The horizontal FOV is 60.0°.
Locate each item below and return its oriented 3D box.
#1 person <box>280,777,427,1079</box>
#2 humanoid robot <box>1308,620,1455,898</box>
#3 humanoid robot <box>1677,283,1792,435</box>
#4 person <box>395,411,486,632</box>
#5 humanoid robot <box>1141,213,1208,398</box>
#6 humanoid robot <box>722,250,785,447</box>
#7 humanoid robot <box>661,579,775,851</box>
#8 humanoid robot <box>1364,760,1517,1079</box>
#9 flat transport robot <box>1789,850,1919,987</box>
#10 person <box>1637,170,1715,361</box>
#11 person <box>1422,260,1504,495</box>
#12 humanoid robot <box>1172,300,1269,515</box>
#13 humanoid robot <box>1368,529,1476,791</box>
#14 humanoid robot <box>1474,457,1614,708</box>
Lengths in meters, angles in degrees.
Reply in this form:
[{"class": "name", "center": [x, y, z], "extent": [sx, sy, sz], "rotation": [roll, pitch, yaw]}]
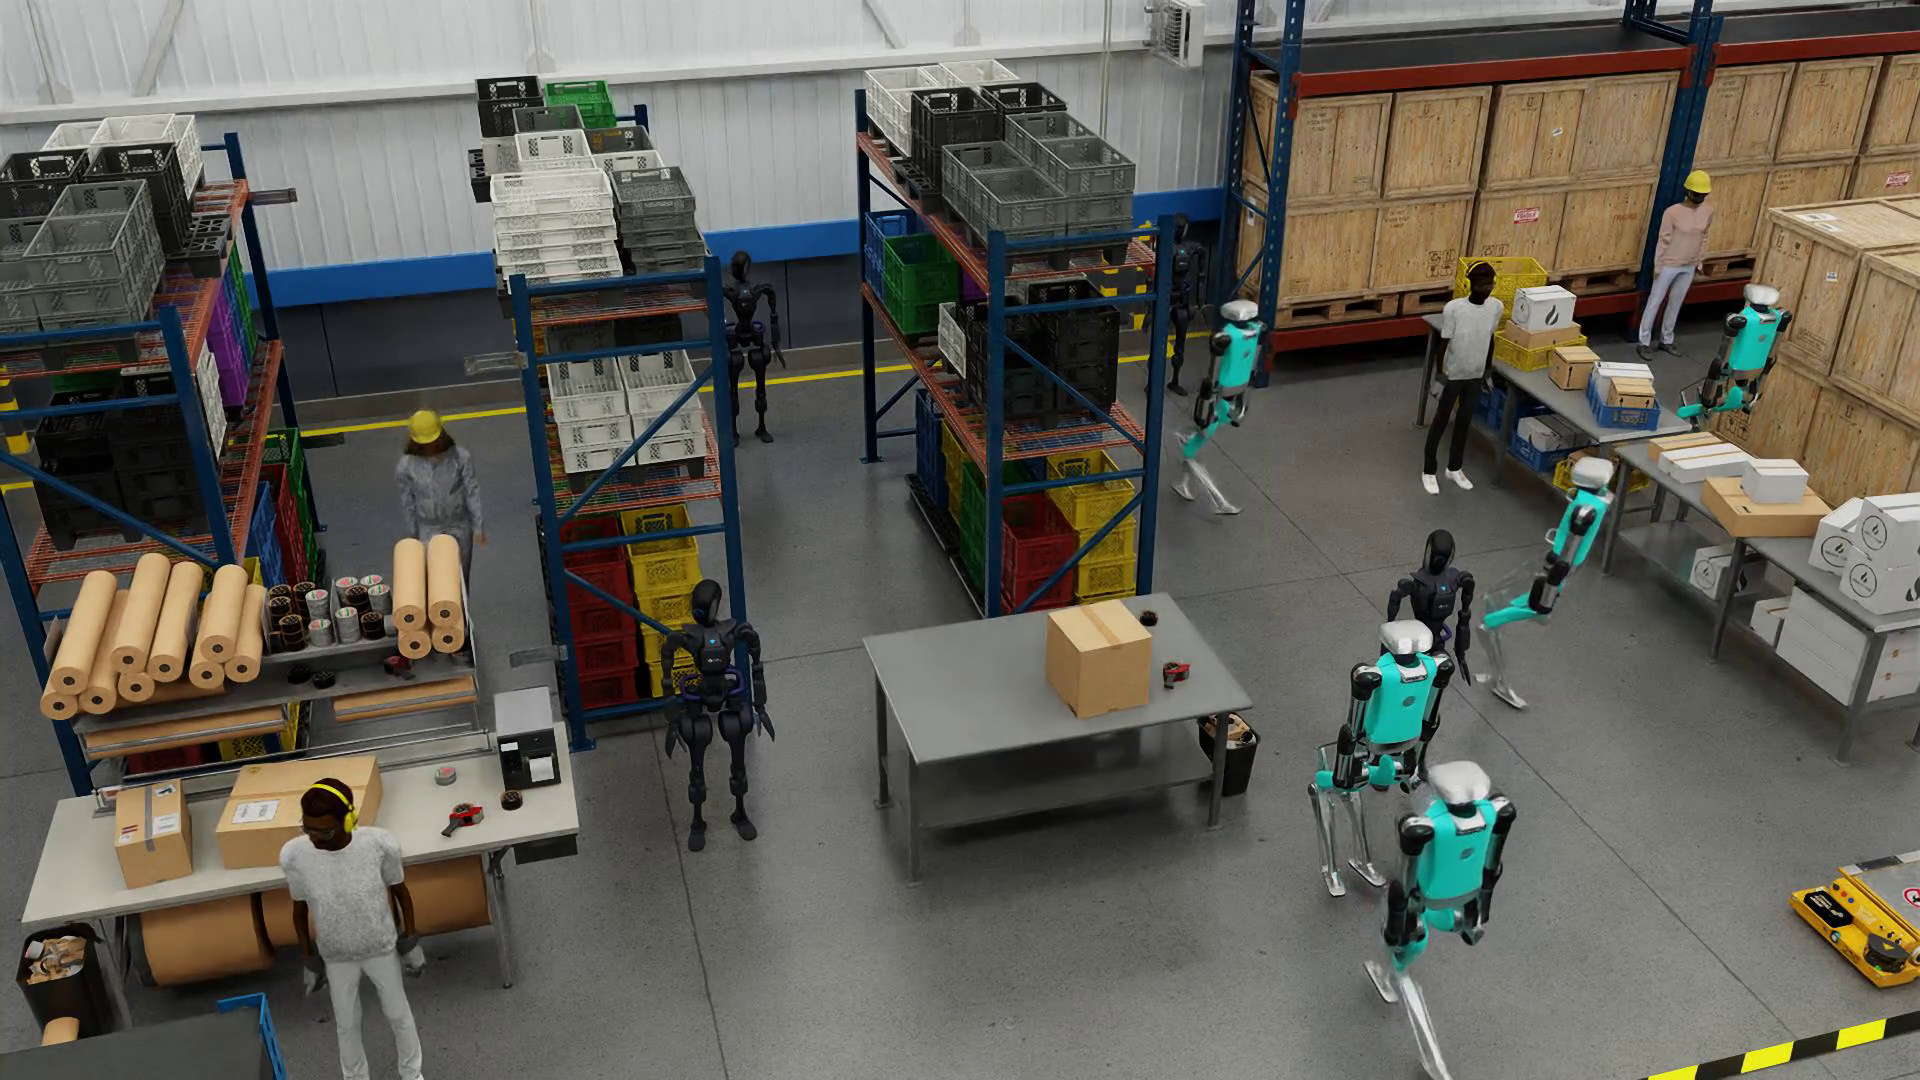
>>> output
[{"class": "person", "center": [-2.599, 1.802, 7.229], "extent": [0.517, 1.864, 0.336], "rotation": [-7, 29, -12]}, {"class": "humanoid robot", "center": [2.086, 1.046, 8.593], "extent": [0.533, 1.677, 0.735], "rotation": [-8, 30, -14]}, {"class": "humanoid robot", "center": [5.793, -1.216, 12.713], "extent": [0.533, 1.675, 0.735], "rotation": [-8, 30, -14]}, {"class": "person", "center": [-3.304, -0.036, 10.737], "extent": [0.492, 1.703, 0.848], "rotation": [-13, 31, -22]}, {"class": "humanoid robot", "center": [1.852, -2.023, 14.368], "extent": [0.599, 1.654, 0.315], "rotation": [-8, 30, -14]}, {"class": "humanoid robot", "center": [-1.728, -1.558, 13.522], "extent": [0.599, 1.654, 0.315], "rotation": [-8, 30, -14]}, {"class": "humanoid robot", "center": [-1.310, 0.937, 8.981], "extent": [0.599, 1.654, 0.315], "rotation": [-8, 30, -14]}, {"class": "humanoid robot", "center": [2.093, 1.640, 7.696], "extent": [0.556, 1.760, 1.043], "rotation": [-8, 30, -14]}, {"class": "flat transport robot", "center": [5.163, 1.916, 8.676], "extent": [1.431, 0.231, 0.659], "rotation": [-8, 30, -14]}, {"class": "person", "center": [6.556, -2.504, 15.161], "extent": [0.524, 1.768, 0.325], "rotation": [-7, 29, -12]}, {"class": "person", "center": [3.881, -1.250, 12.773], "extent": [0.517, 1.872, 0.336], "rotation": [-7, 29, -12]}, {"class": "humanoid robot", "center": [1.864, -1.028, 12.491], "extent": [0.538, 1.728, 0.959], "rotation": [-21, 35, -33]}, {"class": "humanoid robot", "center": [2.627, 0.675, 9.458], "extent": [0.599, 1.654, 0.315], "rotation": [-8, 30, -14]}, {"class": "humanoid robot", "center": [3.441, 0.281, 10.153], "extent": [0.809, 1.807, 0.566], "rotation": [14, 32, 23]}]
